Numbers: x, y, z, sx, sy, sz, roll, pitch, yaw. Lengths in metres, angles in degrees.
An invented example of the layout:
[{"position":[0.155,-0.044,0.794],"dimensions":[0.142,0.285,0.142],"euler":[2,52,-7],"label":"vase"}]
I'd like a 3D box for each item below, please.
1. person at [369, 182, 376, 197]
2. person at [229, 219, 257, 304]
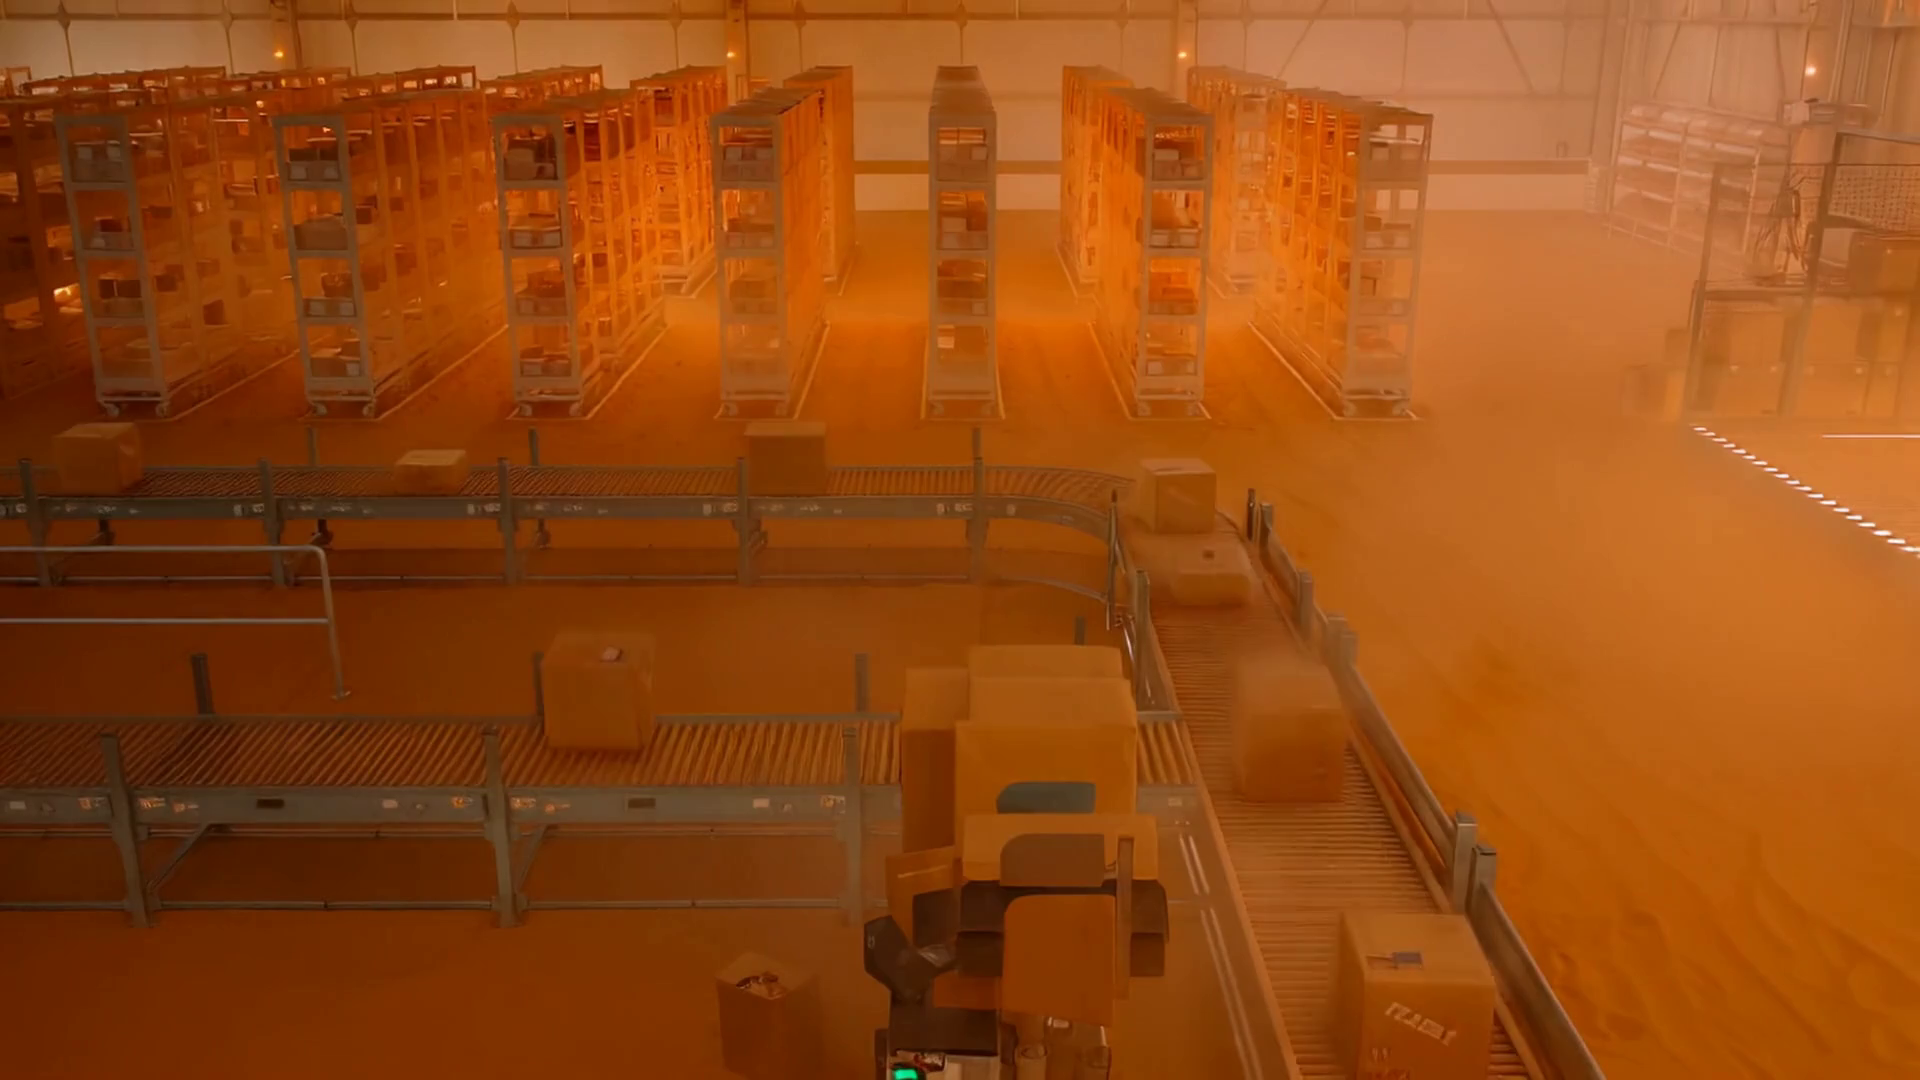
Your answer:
[{"position":[-12.752,-7.586,36.019],"dimensions":[0.380,1.844,0.570],"euler":[15,23,39],"label":"person"},{"position":[-11.292,-4.492,26.284],"dimensions":[0.568,1.969,0.667],"euler":[2,18,7],"label":"person"}]
